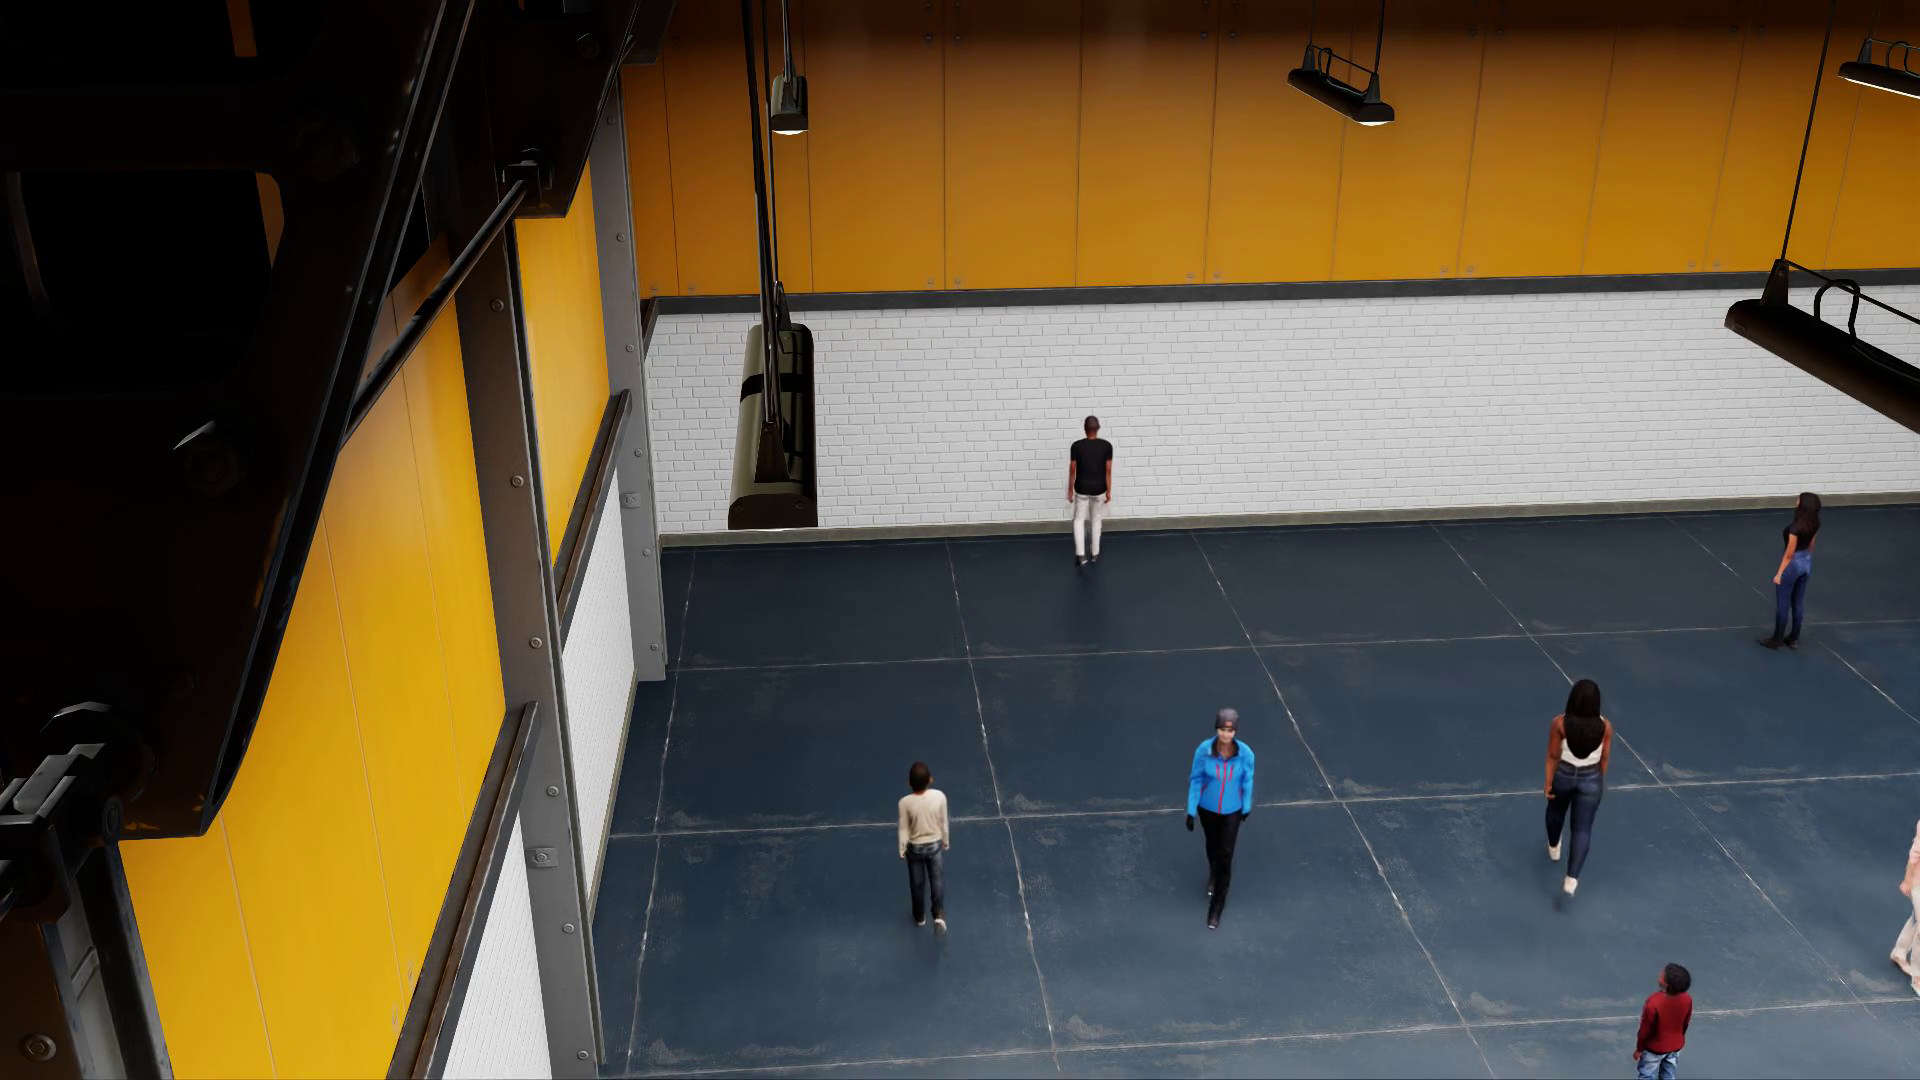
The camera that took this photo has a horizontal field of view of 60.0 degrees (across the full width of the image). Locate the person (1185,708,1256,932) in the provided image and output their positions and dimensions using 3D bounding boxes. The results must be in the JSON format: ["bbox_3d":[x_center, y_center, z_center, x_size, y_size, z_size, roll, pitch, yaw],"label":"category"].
[{"bbox_3d":[2.050,2.079,13.094,0.908,1.762,1.145,8,25,18],"label":"person"}]

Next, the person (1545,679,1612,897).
[{"bbox_3d":[4.923,1.994,13.278,1.001,1.771,1.281,9,25,20],"label":"person"}]

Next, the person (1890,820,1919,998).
[{"bbox_3d":[7.139,2.464,12.278,0.619,1.710,0.810,-3,24,-7],"label":"person"}]

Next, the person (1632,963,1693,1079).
[{"bbox_3d":[4.610,3.301,10.934,0.535,1.254,0.520,-4,24,-9],"label":"person"}]

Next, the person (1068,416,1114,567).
[{"bbox_3d":[1.488,-0.555,19.061,0.681,1.810,0.852,-1,24,-2],"label":"person"}]

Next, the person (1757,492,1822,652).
[{"bbox_3d":[8.618,0.326,17.132,0.641,1.740,0.661,-12,26,-26],"label":"person"}]

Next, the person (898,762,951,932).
[{"bbox_3d":[-0.258,2.389,12.767,0.617,1.457,0.784,-5,24,-12],"label":"person"}]
